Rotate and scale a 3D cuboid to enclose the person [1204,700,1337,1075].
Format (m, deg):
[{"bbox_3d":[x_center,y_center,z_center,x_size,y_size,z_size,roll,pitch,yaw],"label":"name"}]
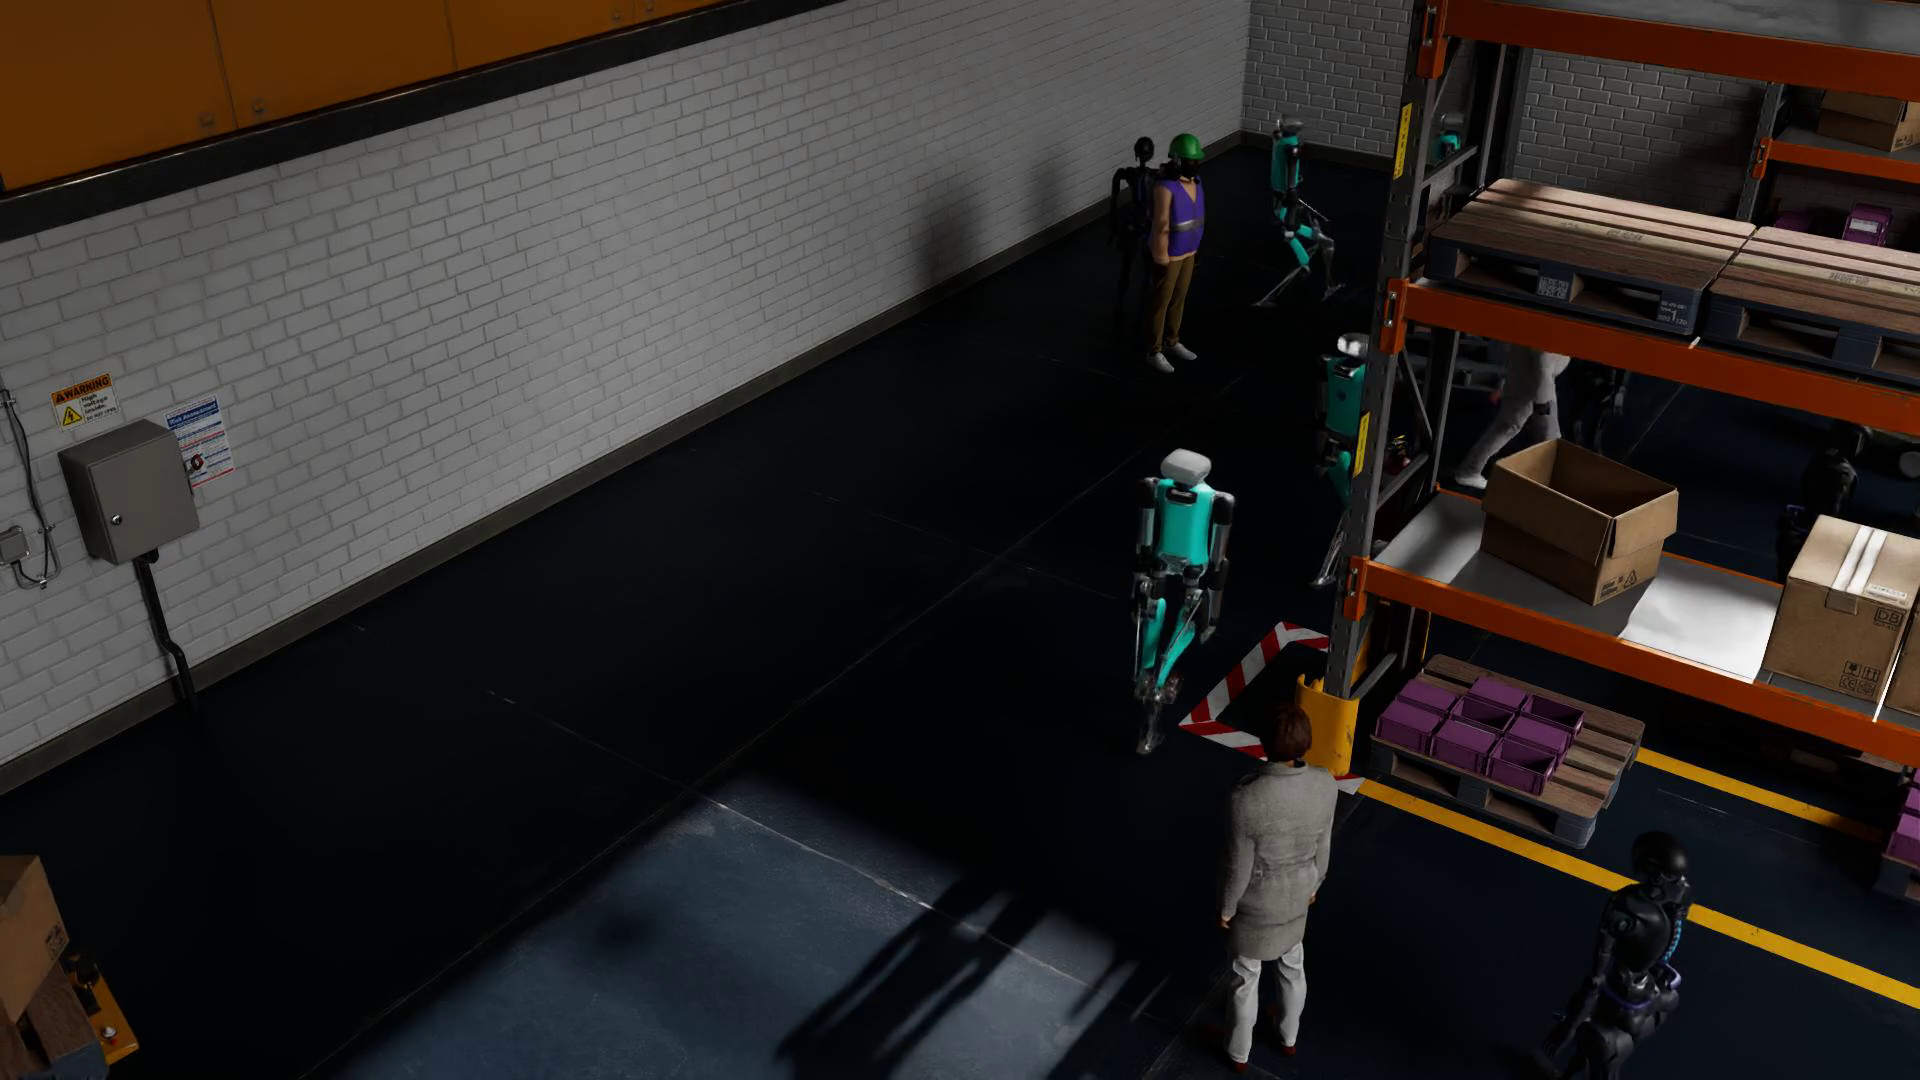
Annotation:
[{"bbox_3d":[1.281,1.457,6.949,0.515,1.829,0.361,-10,31,-17],"label":"person"}]

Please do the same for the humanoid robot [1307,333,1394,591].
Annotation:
[{"bbox_3d":[2.625,-0.559,10.594,1.028,1.770,0.533,-24,38,-35],"label":"humanoid robot"}]

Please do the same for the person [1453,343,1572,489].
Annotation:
[{"bbox_3d":[3.996,-1.140,11.448,0.992,1.836,0.719,8,31,14],"label":"person"}]

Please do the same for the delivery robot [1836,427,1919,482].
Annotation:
[{"bbox_3d":[6.874,-0.819,12.160,0.499,0.580,0.756,-23,37,-34],"label":"delivery robot"}]

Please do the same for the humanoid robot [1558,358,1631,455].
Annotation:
[{"bbox_3d":[4.440,-1.128,11.587,0.325,1.646,0.600,-14,33,-23],"label":"humanoid robot"}]

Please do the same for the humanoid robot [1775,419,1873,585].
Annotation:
[{"bbox_3d":[4.891,0.038,9.570,0.588,1.638,0.614,8,31,13],"label":"humanoid robot"}]

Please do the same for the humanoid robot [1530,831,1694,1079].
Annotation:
[{"bbox_3d":[2.542,1.793,6.539,0.583,1.638,0.688,-19,35,-29],"label":"humanoid robot"}]

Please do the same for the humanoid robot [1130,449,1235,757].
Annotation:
[{"bbox_3d":[1.091,0.404,8.858,0.540,1.725,0.999,14,33,23],"label":"humanoid robot"}]

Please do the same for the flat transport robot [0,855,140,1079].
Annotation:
[{"bbox_3d":[-4.356,2.281,7.083,1.431,0.231,0.659,-23,37,-34],"label":"flat transport robot"}]

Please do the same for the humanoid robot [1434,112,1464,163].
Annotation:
[{"bbox_3d":[4.428,-2.842,14.532,1.035,1.747,0.545,7,31,13],"label":"humanoid robot"}]

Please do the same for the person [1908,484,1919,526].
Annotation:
[{"bbox_3d":[6.664,-0.854,10.915,0.391,1.874,0.564,-5,30,-8],"label":"person"}]

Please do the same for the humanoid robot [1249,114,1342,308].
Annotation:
[{"bbox_3d":[3.110,-2.846,14.529,0.957,1.770,0.532,-3,30,-5],"label":"humanoid robot"}]

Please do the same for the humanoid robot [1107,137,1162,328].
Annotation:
[{"bbox_3d":[1.541,-2.633,14.189,0.602,1.650,0.372,9,31,15],"label":"humanoid robot"}]

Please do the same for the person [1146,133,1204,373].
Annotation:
[{"bbox_3d":[1.729,-2.333,13.422,0.407,1.932,0.531,24,37,35],"label":"person"}]
